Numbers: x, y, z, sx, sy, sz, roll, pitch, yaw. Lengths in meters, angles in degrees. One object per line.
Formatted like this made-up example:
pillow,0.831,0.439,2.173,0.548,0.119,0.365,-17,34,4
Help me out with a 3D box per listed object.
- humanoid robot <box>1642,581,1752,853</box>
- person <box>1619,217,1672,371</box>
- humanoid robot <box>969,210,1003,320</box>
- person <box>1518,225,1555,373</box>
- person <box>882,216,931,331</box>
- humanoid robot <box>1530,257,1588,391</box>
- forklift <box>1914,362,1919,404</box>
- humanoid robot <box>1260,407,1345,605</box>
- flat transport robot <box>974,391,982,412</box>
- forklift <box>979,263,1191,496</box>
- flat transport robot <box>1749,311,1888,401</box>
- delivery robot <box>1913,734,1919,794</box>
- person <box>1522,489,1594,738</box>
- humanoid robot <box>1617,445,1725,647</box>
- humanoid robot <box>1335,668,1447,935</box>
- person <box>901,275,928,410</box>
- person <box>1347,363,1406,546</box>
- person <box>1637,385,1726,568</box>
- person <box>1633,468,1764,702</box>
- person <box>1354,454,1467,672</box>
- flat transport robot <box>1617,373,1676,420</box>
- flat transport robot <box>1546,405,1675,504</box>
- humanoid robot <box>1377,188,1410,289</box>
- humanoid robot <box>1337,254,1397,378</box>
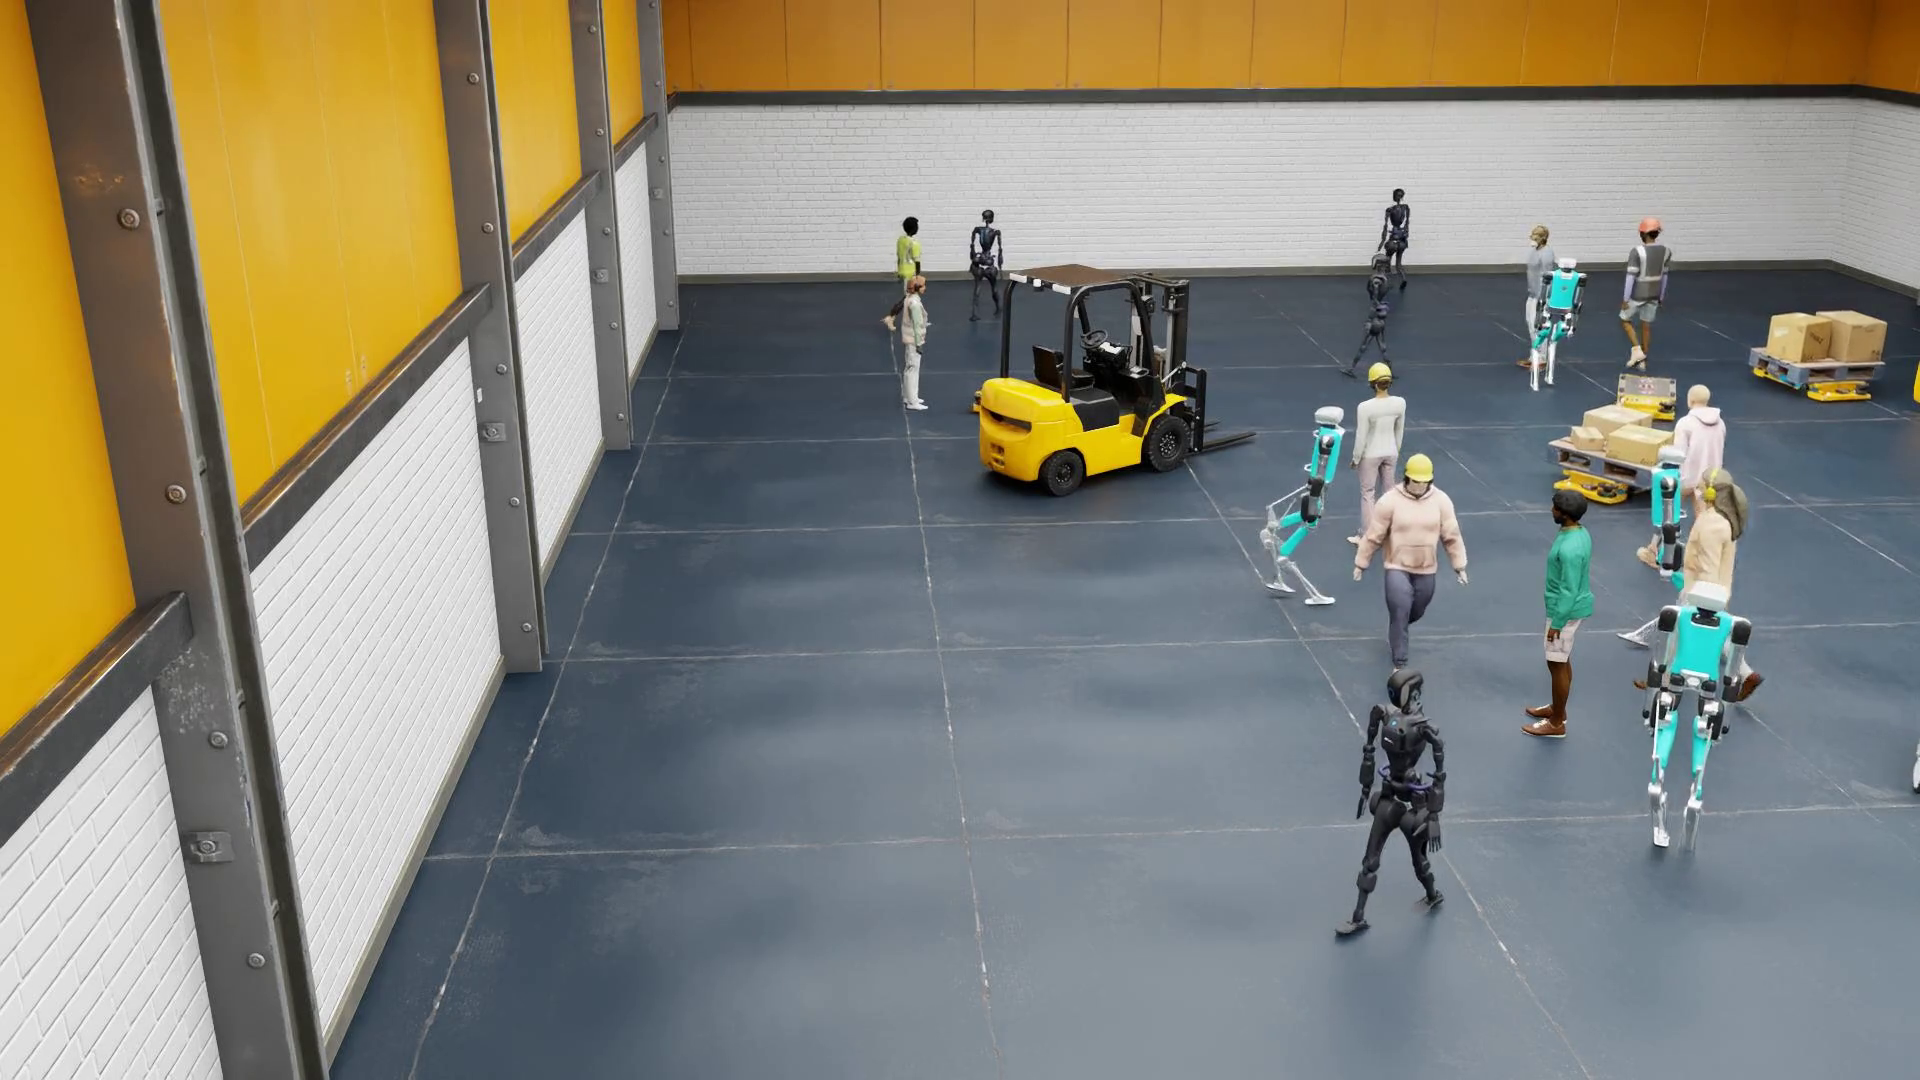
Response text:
humanoid robot,4.482,1.225,10.285,0.543,1.872,0.745,9,22,23
person,8.991,-3.219,21.857,0.625,2.025,0.509,-4,21,-12
humanoid robot,0.386,-4.135,24.911,0.606,1.630,0.769,12,23,30
person,7.601,-3.179,21.890,0.383,1.927,0.687,1,20,3
person,-0.789,-3.844,24.076,0.783,1.666,0.529,-11,23,-27
humanoid robot,7.493,-2.750,20.977,0.557,1.744,0.847,4,20,10
forklift,12.602,-2.435,19.475,2.313,2.155,1.214,-1,20,-4
humanoid robot,2.882,-0.304,14.331,0.844,1.764,0.535,7,21,18
flat transport robot,0.896,-1.723,20.323,1.431,0.231,0.659,1,20,3
forklift,1.315,-1.764,17.646,2.313,2.155,1.214,-14,24,-33
flat transport robot,10.850,-2.039,21.182,0.659,0.231,1.431,-3,20,-9
delivery robot,6.782,1.439,11.320,0.499,0.614,0.808,7,21,19
person,4.327,0.526,11.904,0.377,1.846,0.504,9,22,23
humanoid robot,5.811,0.123,13.163,1.014,1.740,0.531,6,21,15
humanoid robot,2.553,1.506,9.565,0.796,1.632,0.608,-14,25,-34
person,-0.555,-2.402,20.195,0.313,1.632,0.519,-4,21,-11
person,3.908,-0.795,15.633,0.522,1.759,0.329,-7,21,-19
person,6.549,-0.528,14.946,0.554,1.739,0.758,-4,21,-12
person,5.591,0.357,12.369,0.811,1.853,0.557,15,25,36
person,3.483,0.168,12.914,0.833,1.833,0.835,1,20,2
flat transport robot,8.429,-1.763,20.431,0.659,0.231,1.431,8,22,20
flat transport robot,6.935,-0.664,17.435,1.431,0.231,0.659,-15,25,-35
humanoid robot,7.060,-4.850,26.840,0.588,1.640,0.531,-13,24,-31
humanoid robot,5.349,-2.891,21.517,0.778,1.624,0.600,7,21,18
